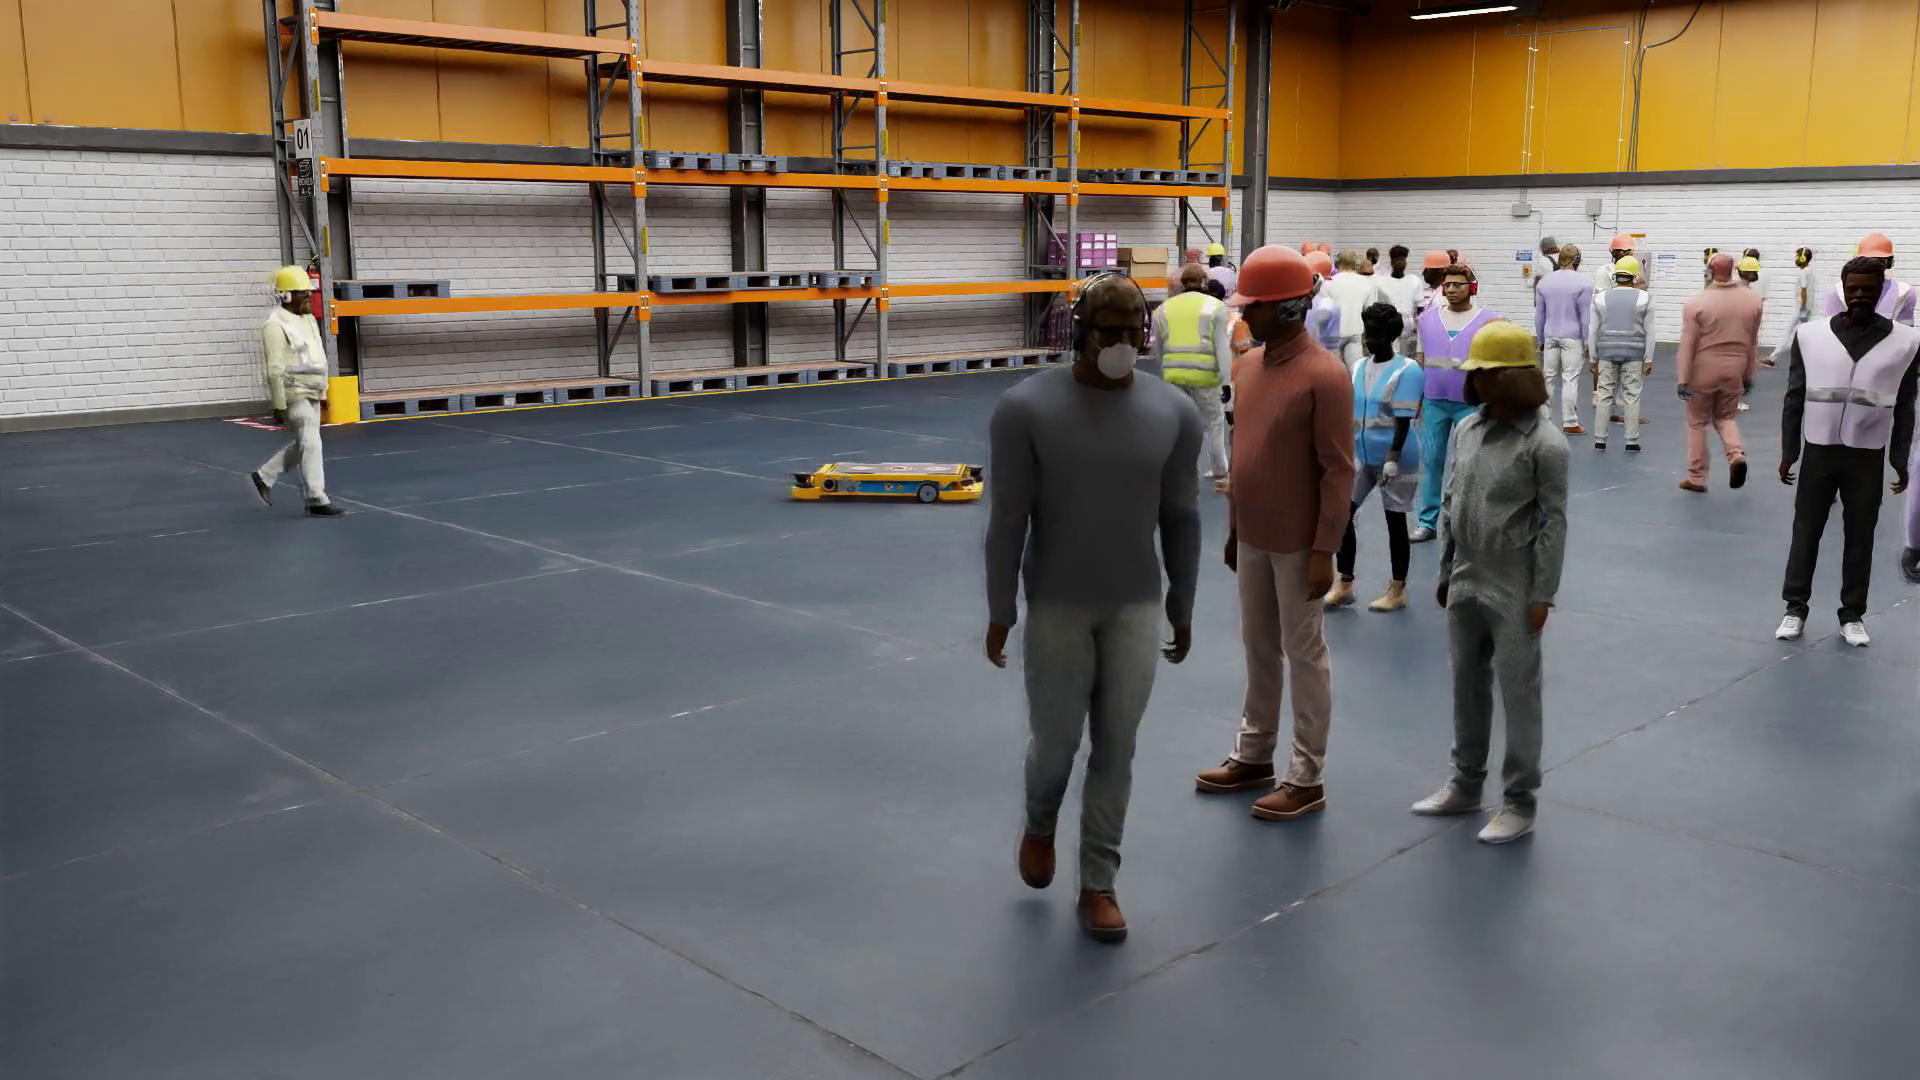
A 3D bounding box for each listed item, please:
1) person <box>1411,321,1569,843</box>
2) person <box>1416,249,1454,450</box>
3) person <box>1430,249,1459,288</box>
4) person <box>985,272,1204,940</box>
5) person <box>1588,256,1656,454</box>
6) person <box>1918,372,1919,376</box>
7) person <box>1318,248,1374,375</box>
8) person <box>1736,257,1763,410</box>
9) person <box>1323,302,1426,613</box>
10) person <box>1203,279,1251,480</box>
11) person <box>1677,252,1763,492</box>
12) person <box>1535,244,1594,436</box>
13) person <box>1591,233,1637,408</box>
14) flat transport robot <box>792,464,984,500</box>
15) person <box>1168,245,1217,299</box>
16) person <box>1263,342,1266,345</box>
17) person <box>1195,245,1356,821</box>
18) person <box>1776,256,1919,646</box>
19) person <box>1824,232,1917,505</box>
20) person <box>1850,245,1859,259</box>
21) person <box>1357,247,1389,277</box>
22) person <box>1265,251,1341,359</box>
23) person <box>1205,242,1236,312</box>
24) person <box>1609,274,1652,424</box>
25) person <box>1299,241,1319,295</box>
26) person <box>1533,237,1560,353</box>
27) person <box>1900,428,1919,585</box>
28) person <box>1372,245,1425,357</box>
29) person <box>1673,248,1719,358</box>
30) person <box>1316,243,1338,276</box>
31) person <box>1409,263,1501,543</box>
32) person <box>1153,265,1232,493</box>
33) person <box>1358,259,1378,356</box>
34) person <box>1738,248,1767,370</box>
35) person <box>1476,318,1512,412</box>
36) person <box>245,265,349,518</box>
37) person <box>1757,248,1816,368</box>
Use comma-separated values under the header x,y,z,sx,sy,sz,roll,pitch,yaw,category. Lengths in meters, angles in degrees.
x,y,z,sx,sy,sz,roll,pitch,yaw,category
1.783,0.142,5.587,0.323,1.741,0.492,-5,12,-27,person
4.502,-1.771,15.636,1.010,1.895,0.543,5,11,24,person
8.617,-4.318,29.831,0.676,1.794,0.717,-6,12,-30,person
0.387,0.185,4.859,0.648,1.922,0.490,-2,11,-10,person
6.152,-1.716,15.468,0.586,1.833,0.404,6,12,29,person
14.087,-3.229,23.546,0.592,1.905,0.718,-8,13,-37,person
4.159,-2.182,17.889,0.632,1.893,1.029,-1,10,-8,person
9.130,-2.402,19.393,0.311,1.768,0.531,5,11,25,person
2.181,-0.419,8.841,0.619,1.671,0.534,-7,12,-33,person
2.201,-1.347,13.886,0.569,1.667,0.611,7,12,32,person
5.928,-1.297,13.019,0.665,1.888,0.504,-1,10,-4,person
6.121,-2.022,16.856,0.372,1.937,0.627,-8,13,-38,person
7.668,-2.540,19.386,0.616,2.041,0.381,-5,11,-24,person
-0.543,-0.462,12.890,1.431,0.197,0.652,1,10,3,flat transport robot
2.988,-2.814,21.301,0.679,1.884,0.607,4,11,21,person
4.770,-3.418,24.991,0.531,1.745,0.561,1,10,5,person
1.106,-0.021,5.805,0.401,1.986,0.612,-5,11,-24,person
4.399,-0.439,8.267,0.587,1.920,0.391,5,11,25,person
6.811,-1.280,12.516,0.615,2.042,0.376,4,11,20,person
13.061,-3.367,24.303,0.960,1.883,0.597,6,12,30,person
7.363,-4.319,29.731,0.835,1.812,0.625,-9,14,-39,person
2.565,-1.201,12.467,0.559,1.899,0.590,5,12,27,person
3.414,-3.006,22.251,0.592,1.923,0.384,-6,12,-31,person
7.223,-2.047,17.909,0.471,1.624,0.513,-2,11,-10,person
5.305,-3.653,25.765,0.639,1.938,1.040,-1,10,-7,person
10.110,-4.175,28.309,0.810,2.000,0.837,-2,11,-8,person
3.882,-0.010,6.081,0.958,1.863,0.671,-9,14,-41,person
4.964,-2.370,18.843,0.632,1.900,1.025,-1,10,-8,person
12.208,-3.827,27.021,0.964,1.829,0.535,5,12,26,person
6.266,-4.177,28.726,0.540,1.908,0.956,8,13,37,person
3.233,-0.881,10.878,0.570,1.845,0.384,7,12,32,person
1.858,-1.221,12.891,0.688,1.789,0.902,7,12,32,person
6.473,-3.654,26.575,0.500,1.636,0.280,-3,11,-14,person
10.915,-3.102,23.003,0.523,1.848,0.419,-3,11,-17,person
2.761,-0.338,8.595,0.348,1.597,0.654,4,11,22,person
-4.813,-1.058,11.931,0.722,1.813,0.593,0,10,2,person
12.625,-3.476,25.090,0.991,1.819,0.553,9,14,42,person
